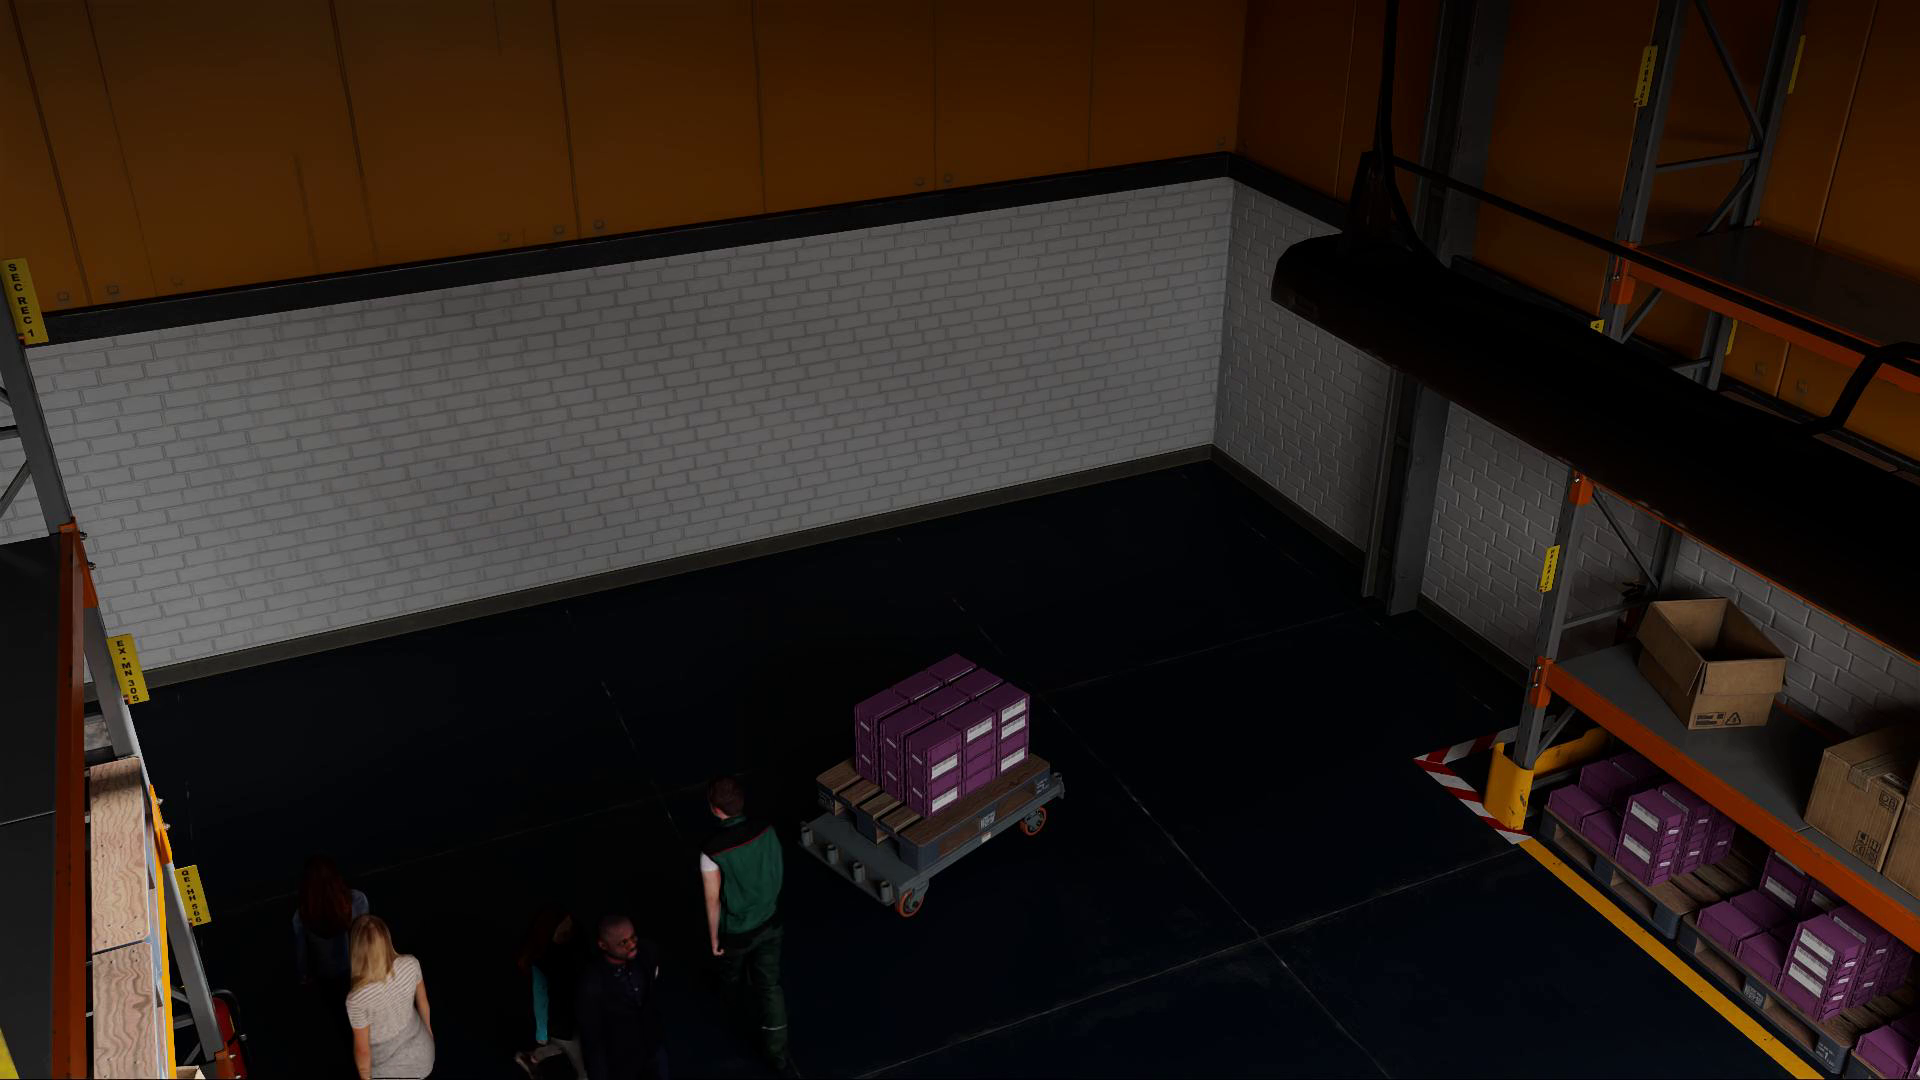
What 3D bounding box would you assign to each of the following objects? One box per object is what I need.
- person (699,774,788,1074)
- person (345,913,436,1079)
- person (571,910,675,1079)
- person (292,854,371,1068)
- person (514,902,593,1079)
[{"bbox_3d":[-1.127,2.149,9.137,0.765,1.779,1.148,-20,34,-32],"label":"person"},{"bbox_3d":[-2.772,2.601,8.265,0.857,1.821,0.787,19,34,31],"label":"person"},{"bbox_3d":[-1.739,2.557,8.381,1.268,1.786,1.046,21,35,33],"label":"person"},{"bbox_3d":[-3.364,2.370,9.074,0.689,1.452,1.013,-18,34,-30],"label":"person"},{"bbox_3d":[-2.146,2.484,8.840,0.997,1.475,0.950,9,30,16],"label":"person"}]
